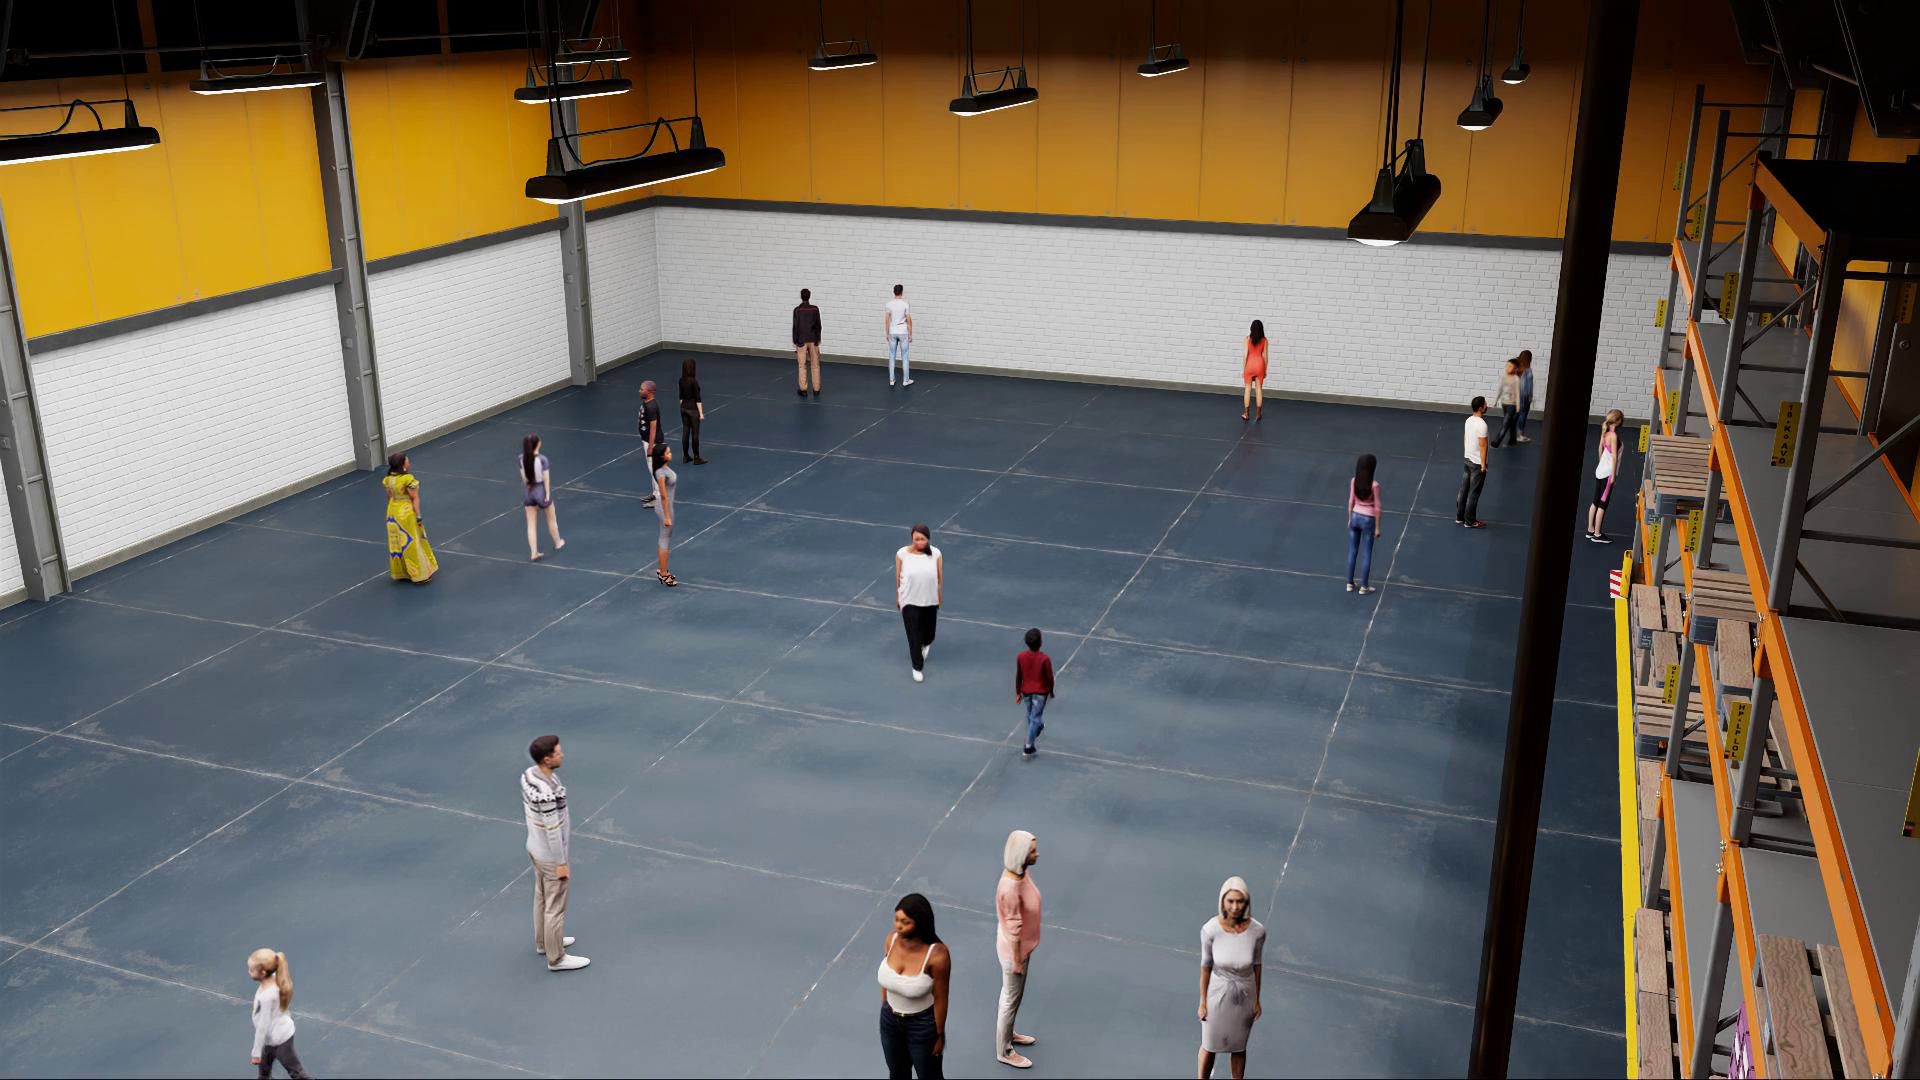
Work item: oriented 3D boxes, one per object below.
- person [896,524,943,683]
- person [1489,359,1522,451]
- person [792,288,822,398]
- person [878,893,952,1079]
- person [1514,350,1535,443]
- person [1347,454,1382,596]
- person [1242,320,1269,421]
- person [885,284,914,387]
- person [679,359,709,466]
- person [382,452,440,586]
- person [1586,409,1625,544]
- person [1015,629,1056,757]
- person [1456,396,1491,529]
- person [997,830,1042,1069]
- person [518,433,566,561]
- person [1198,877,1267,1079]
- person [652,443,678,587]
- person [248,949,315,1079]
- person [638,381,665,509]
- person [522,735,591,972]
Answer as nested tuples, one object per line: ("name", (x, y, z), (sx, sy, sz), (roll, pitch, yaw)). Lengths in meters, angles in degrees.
("person", (-0.428, 0.620, 17.790), (0.926, 1.668, 1.087), (-3, 19, -7))
("person", (8.767, -2.141, 26.351), (0.984, 1.438, 0.925), (-8, 20, -24))
("person", (-2.744, -3.542, 29.749), (0.786, 1.924, 0.826), (-7, 20, -20))
("person", (-0.285, 3.020, 10.443), (0.705, 1.809, 0.692), (13, 23, 34))
("person", (9.098, -2.340, 26.881), (0.700, 1.477, 0.615), (-5, 19, -16))
("person", (4.877, -0.212, 20.147), (0.642, 1.742, 0.631), (17, 25, 41))
("person", (4.982, -2.883, 28.113), (0.656, 1.719, 0.644), (0, 19, -1))
("person", (-1.126, -3.772, 30.545), (0.671, 1.851, 0.563), (5, 19, 14))
("person", (-4.145, -1.979, 25.550), (0.627, 1.642, 0.577), (12, 22, 32))
("person", (-6.833, -0.279, 20.473), (0.897, 1.660, 0.829), (10, 21, 27))
("person", (8.545, -0.864, 22.012), (0.733, 1.786, 0.582), (0, 19, -1))
("person", (0.695, 1.475, 15.934), (0.555, 1.232, 0.884), (9, 20, 24))
("person", (6.989, -1.075, 22.609), (0.775, 1.805, 0.664), (-4, 19, -12))
("person", (0.384, 2.755, 11.364), (0.707, 1.724, 0.530), (2, 19, 7))
("person", (-5.449, -0.525, 21.259), (0.663, 1.625, 0.914), (4, 19, 11))
("person", (1.734, 2.955, 10.728), (0.633, 1.750, 0.623), (-1, 19, -3))
("person", (-3.629, -0.325, 20.422), (0.737, 1.781, 0.631), (-3, 19, -9))
("person", (-4.331, 3.214, 10.753), (0.887, 1.245, 0.891), (-5, 19, -15))
("person", (-4.346, -1.374, 23.498), (0.819, 1.805, 0.730), (-5, 19, -15))
("person", (-3.083, 2.315, 12.457), (0.790, 1.860, 0.757), (-11, 21, -29))
